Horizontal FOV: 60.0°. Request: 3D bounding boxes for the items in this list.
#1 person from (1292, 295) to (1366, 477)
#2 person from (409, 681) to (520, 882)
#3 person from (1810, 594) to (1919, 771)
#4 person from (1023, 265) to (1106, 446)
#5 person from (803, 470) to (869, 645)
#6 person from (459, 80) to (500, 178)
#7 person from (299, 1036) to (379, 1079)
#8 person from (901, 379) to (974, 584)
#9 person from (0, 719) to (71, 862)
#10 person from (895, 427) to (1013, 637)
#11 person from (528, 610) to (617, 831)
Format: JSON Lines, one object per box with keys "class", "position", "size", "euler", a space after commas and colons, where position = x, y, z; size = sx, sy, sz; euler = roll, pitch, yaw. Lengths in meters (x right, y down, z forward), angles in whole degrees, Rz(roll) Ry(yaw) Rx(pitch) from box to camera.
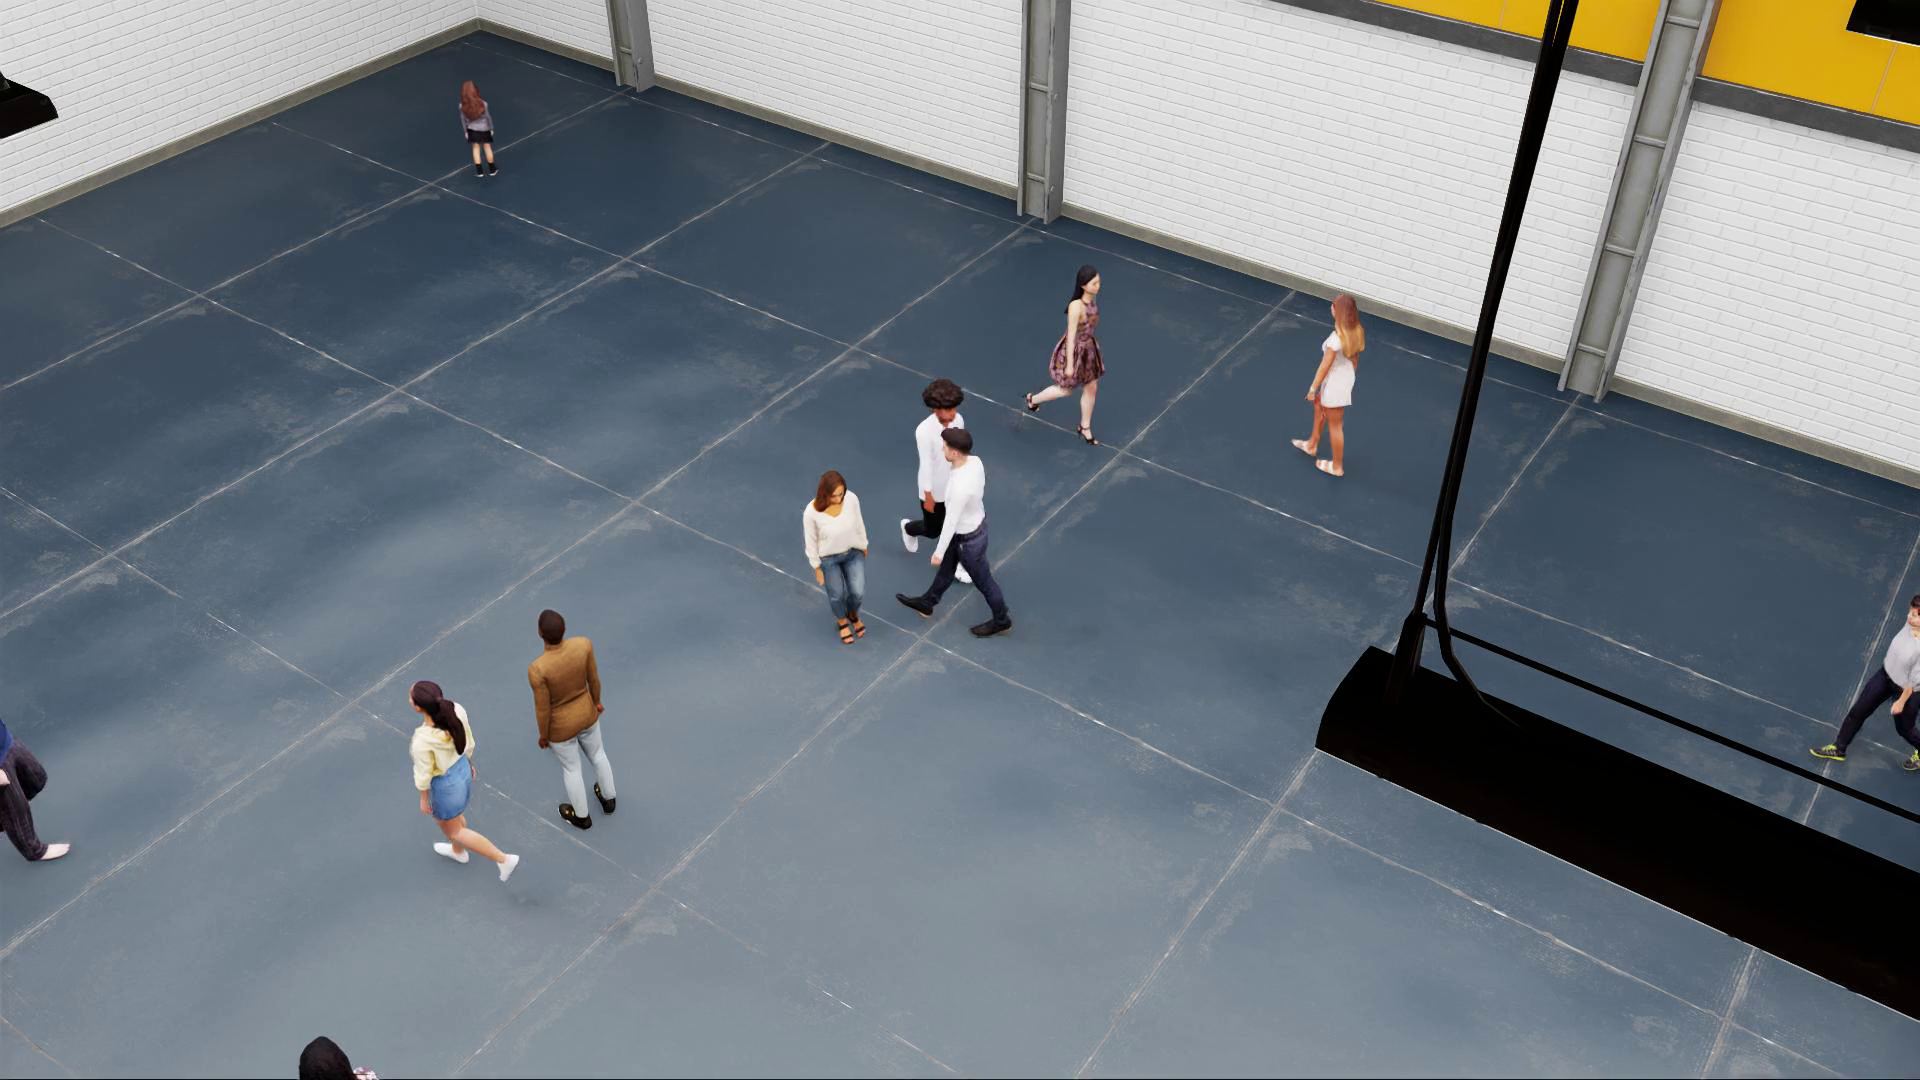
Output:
{"class": "person", "position": [3.216, -1.256, 13.887], "size": [0.818, 1.681, 0.637], "euler": [26, 46, 29]}
{"class": "person", "position": [-3.155, 1.543, 10.432], "size": [1.030, 1.619, 0.797], "euler": [13, 40, 16]}
{"class": "person", "position": [6.427, 0.990, 11.204], "size": [1.096, 1.519, 0.939], "euler": [-1, 39, -1]}
{"class": "person", "position": [0.937, -1.584, 14.241], "size": [1.000, 1.751, 0.697], "euler": [15, 41, 18]}
{"class": "person", "position": [-0.930, 0.067, 12.250], "size": [0.753, 1.657, 0.777], "euler": [-16, 41, -19]}
{"class": "person", "position": [-5.374, -4.590, 18.523], "size": [0.532, 1.106, 0.590], "euler": [-7, 39, -8]}
{"class": "person", "position": [-3.038, 3.151, 8.354], "size": [0.808, 1.698, 1.166], "euler": [-27, 46, -30]}
{"class": "person", "position": [-0.215, -0.472, 12.820], "size": [0.750, 1.788, 1.003], "euler": [-30, 47, -32]}
{"class": "person", "position": [-6.196, 1.375, 10.450], "size": [0.917, 1.859, 0.857], "euler": [-11, 40, -13]}
{"class": "person", "position": [0.156, -0.012, 12.207], "size": [1.246, 1.834, 0.975], "euler": [6, 39, 7]}
{"class": "person", "position": [-2.511, 1.155, 10.760], "size": [0.683, 1.816, 0.613], "euler": [-30, 47, -32]}
